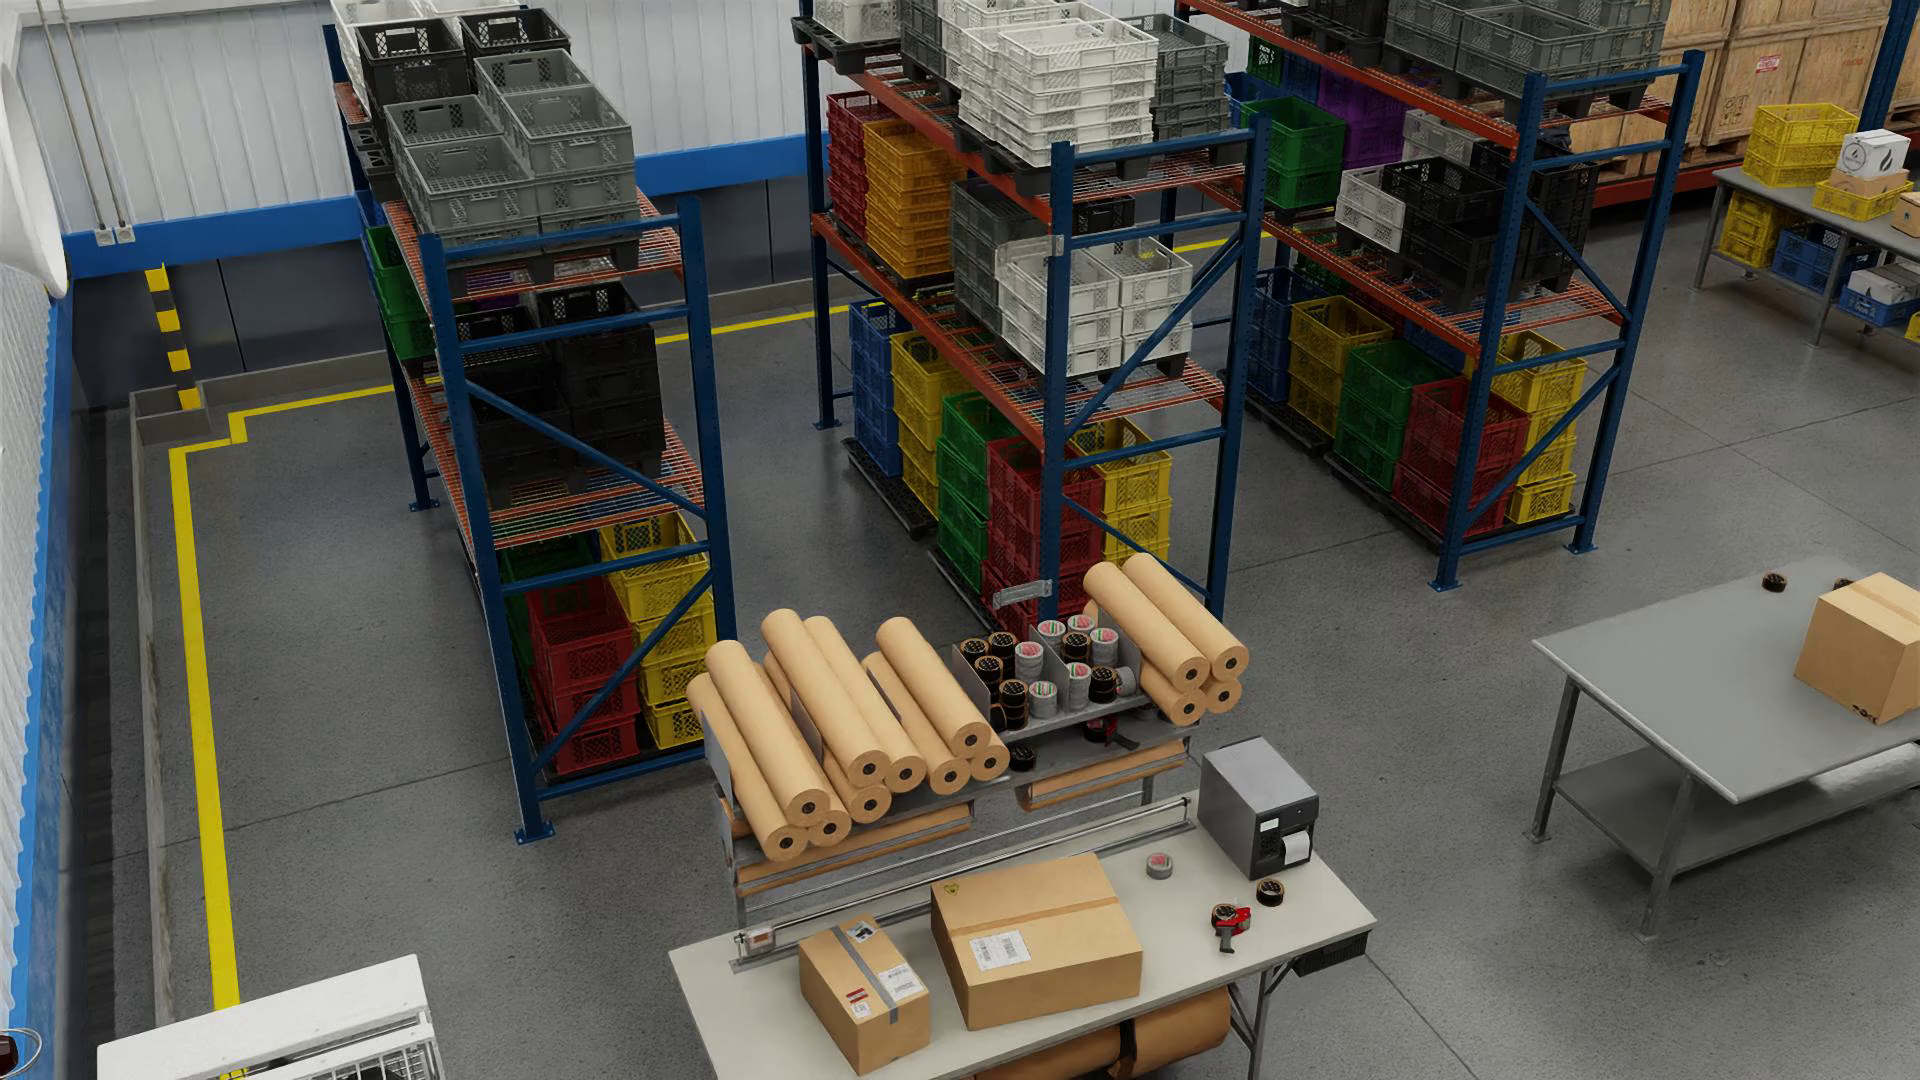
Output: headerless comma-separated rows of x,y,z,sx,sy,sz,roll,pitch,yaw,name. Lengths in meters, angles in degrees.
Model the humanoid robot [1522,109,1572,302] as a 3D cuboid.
4.503,-2.647,12.913,0.313,1.657,0.609,-8,33,-13,humanoid robot
